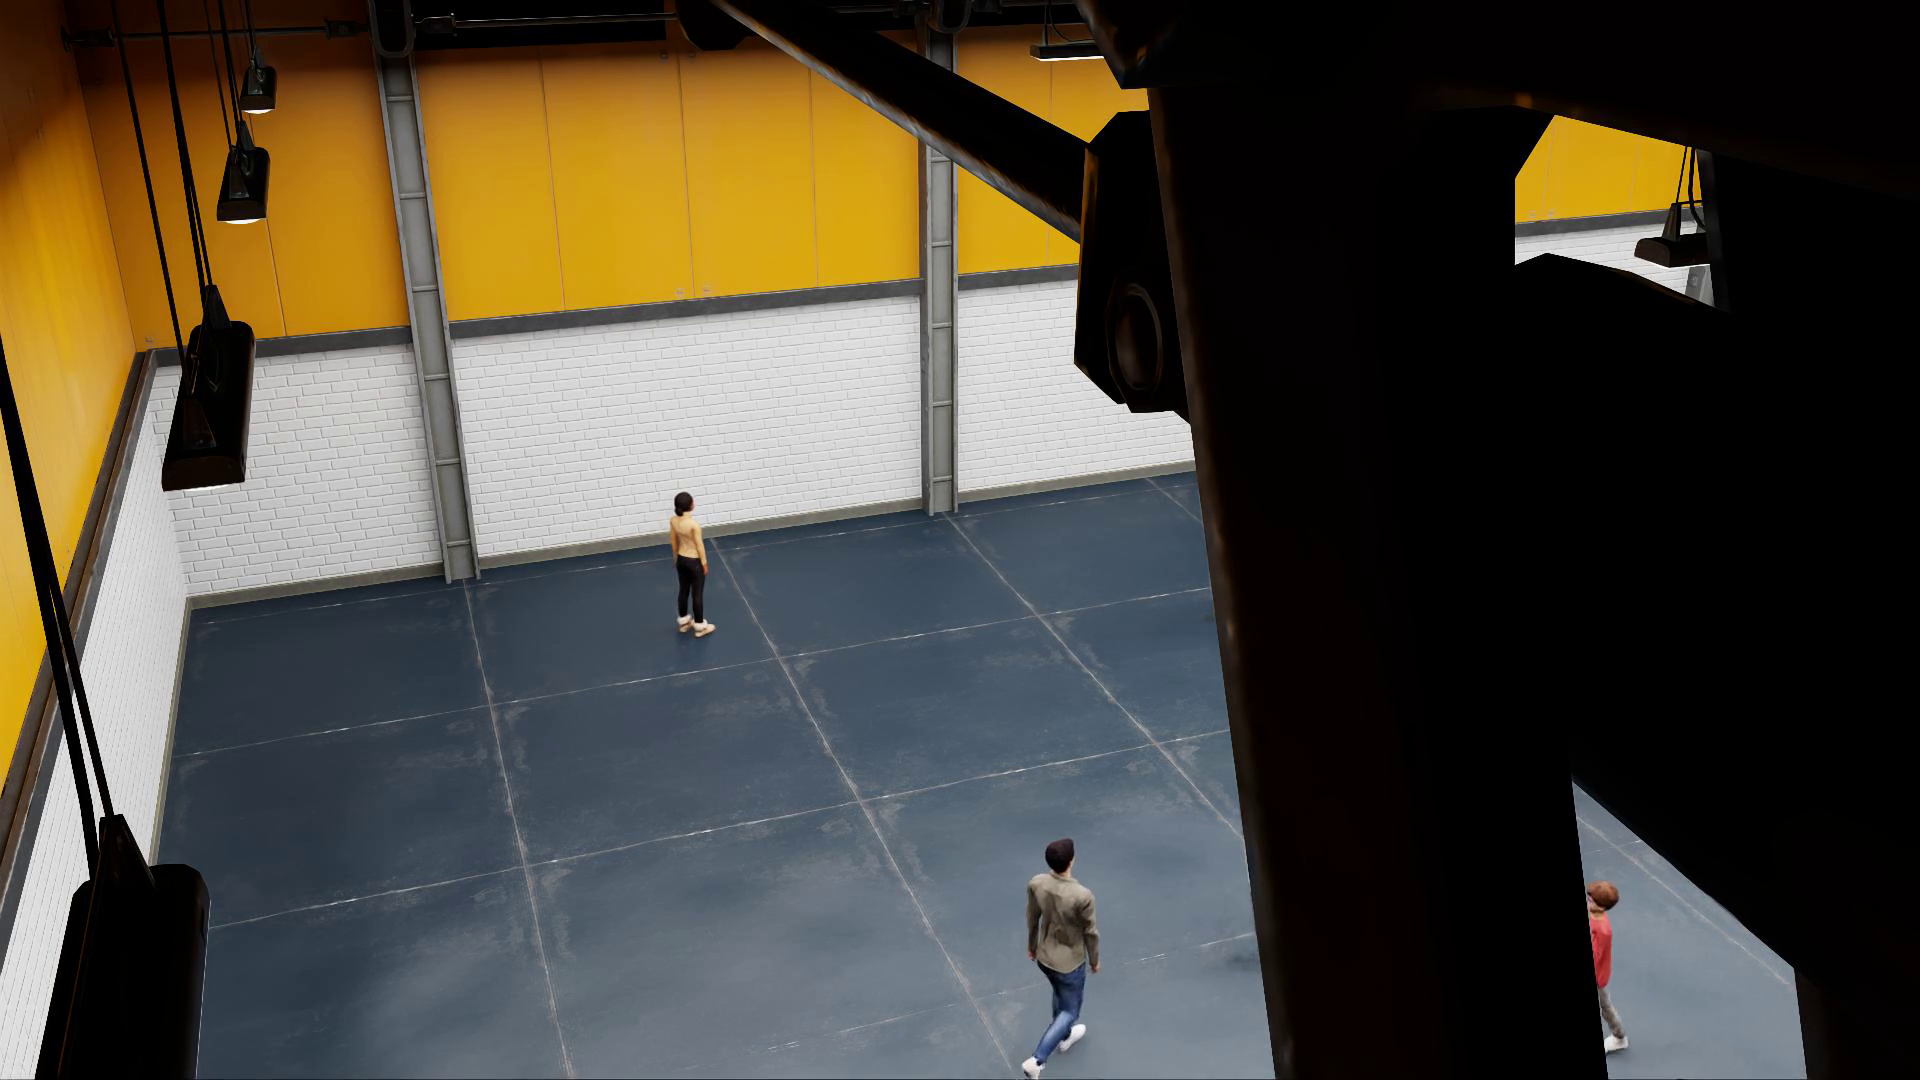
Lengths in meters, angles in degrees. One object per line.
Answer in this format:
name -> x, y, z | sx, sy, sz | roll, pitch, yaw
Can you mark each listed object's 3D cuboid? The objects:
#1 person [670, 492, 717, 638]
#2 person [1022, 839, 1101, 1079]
person -> -2.936, 0.247, 18.053 | 0.686, 1.659, 0.727 | 14, 27, 30
person -> 0.663, 2.962, 11.610 | 1.038, 1.844, 1.199 | 17, 29, 34
